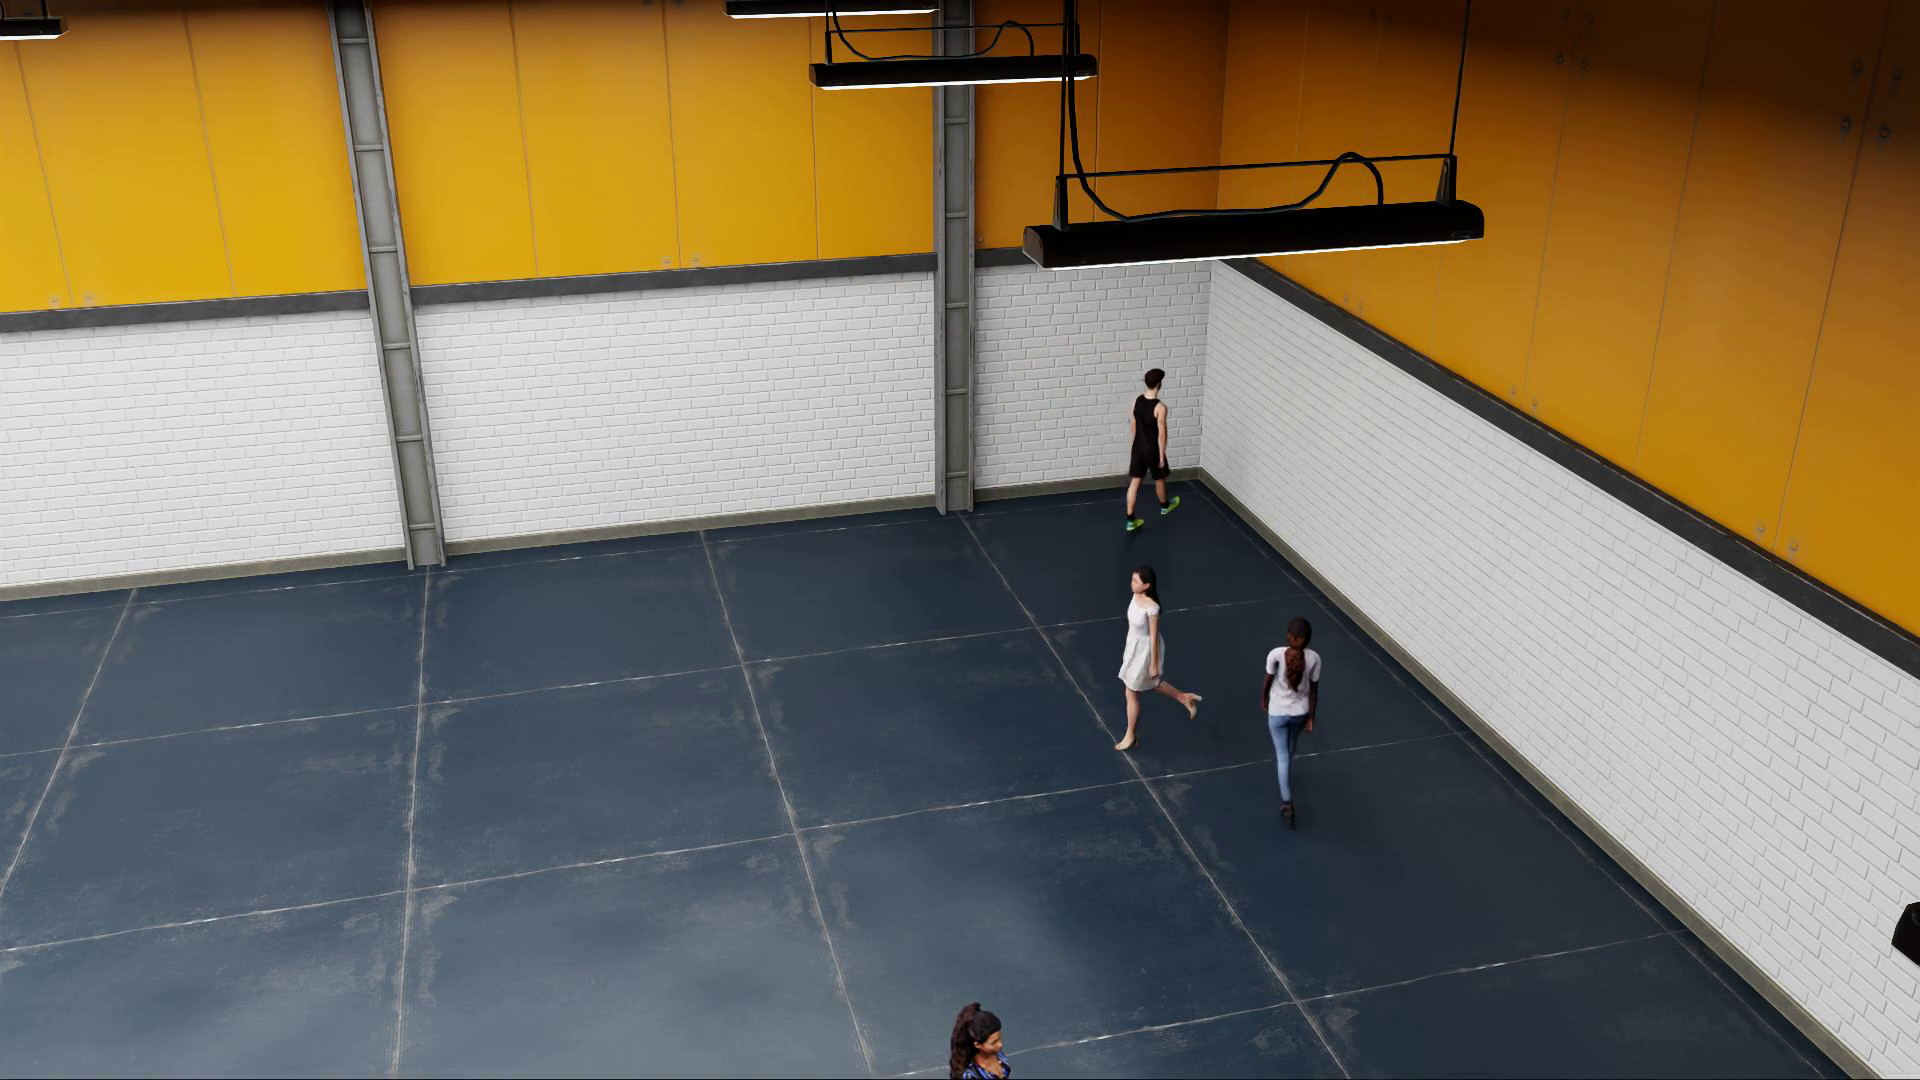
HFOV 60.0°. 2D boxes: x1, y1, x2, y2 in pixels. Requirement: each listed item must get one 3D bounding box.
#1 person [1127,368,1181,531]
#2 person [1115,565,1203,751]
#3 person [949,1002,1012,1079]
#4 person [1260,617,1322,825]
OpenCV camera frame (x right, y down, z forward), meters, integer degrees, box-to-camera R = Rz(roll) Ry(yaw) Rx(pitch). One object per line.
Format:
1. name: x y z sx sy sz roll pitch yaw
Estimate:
1. person: 2.075 -0.980 18.807 1.106 1.841 1.263 19 30 36
2. person: 1.671 1.023 14.344 1.018 1.747 0.596 -7 25 -15
3. person: 0.112 3.294 9.313 0.736 1.614 0.692 11 26 23
4. person: 2.660 1.474 13.412 1.141 1.666 0.819 -1 24 -3
